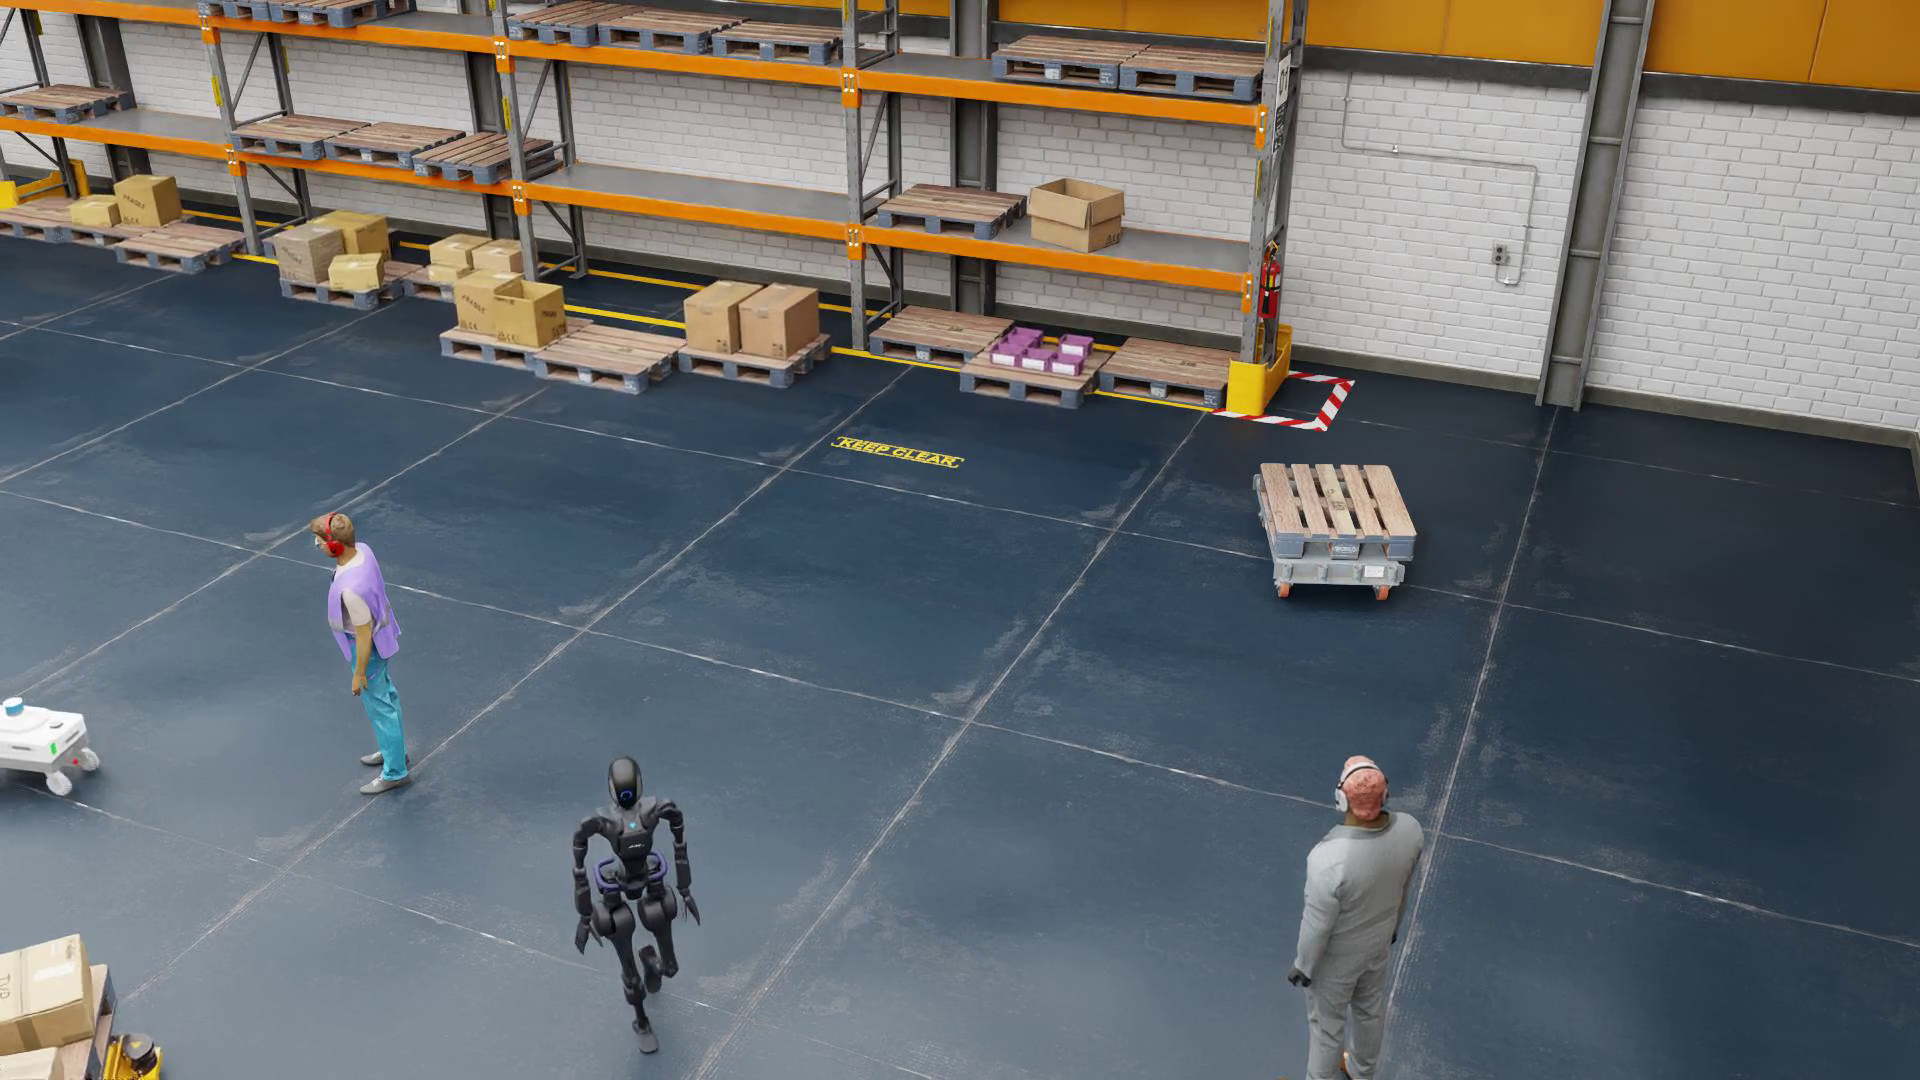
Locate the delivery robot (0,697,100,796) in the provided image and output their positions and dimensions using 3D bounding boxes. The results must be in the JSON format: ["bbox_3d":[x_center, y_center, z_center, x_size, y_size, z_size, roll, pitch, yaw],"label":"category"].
[{"bbox_3d":[-5.769,1.249,10.215,0.792,0.611,0.499,5,28,9],"label":"delivery robot"}]

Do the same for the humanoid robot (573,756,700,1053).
[{"bbox_3d":[-1.606,1.705,8.100,0.612,1.635,0.536,-12,29,-21],"label":"humanoid robot"}]

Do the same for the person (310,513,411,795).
[{"bbox_3d":[-3.533,0.667,9.928,0.388,1.837,0.563,-7,28,-12],"label":"person"}]

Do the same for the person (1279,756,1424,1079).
[{"bbox_3d":[1.756,1.824,7.617,0.641,1.902,0.402,-16,31,-28],"label":"person"}]

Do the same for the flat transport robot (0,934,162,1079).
[{"bbox_3d":[-4.510,2.706,7.684,1.431,0.231,0.659,-8,28,-15],"label":"flat transport robot"}]
